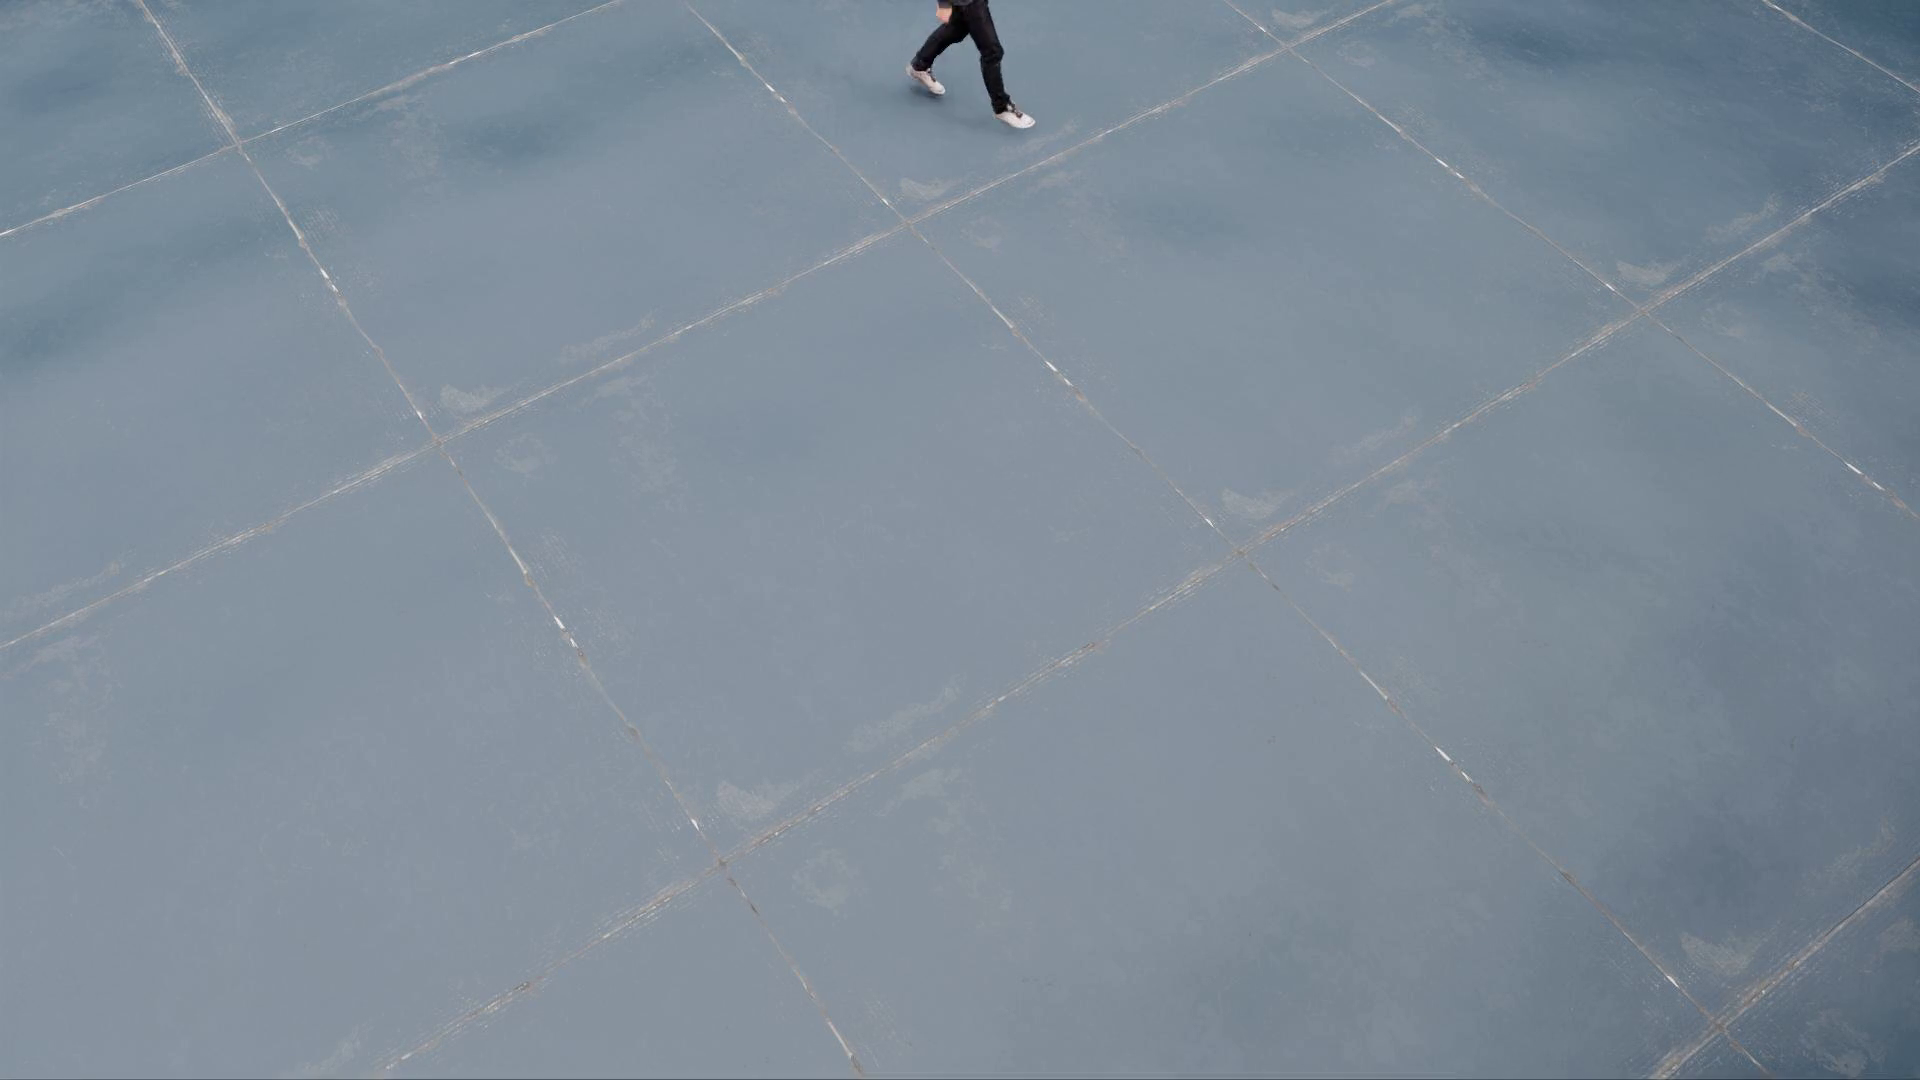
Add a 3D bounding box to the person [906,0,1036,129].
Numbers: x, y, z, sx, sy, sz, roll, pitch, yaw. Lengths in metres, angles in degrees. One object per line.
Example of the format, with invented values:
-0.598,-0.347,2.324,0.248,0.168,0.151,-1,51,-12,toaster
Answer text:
-0.018,-3.292,9.875,1.233,1.718,1.005,21,55,15,person
